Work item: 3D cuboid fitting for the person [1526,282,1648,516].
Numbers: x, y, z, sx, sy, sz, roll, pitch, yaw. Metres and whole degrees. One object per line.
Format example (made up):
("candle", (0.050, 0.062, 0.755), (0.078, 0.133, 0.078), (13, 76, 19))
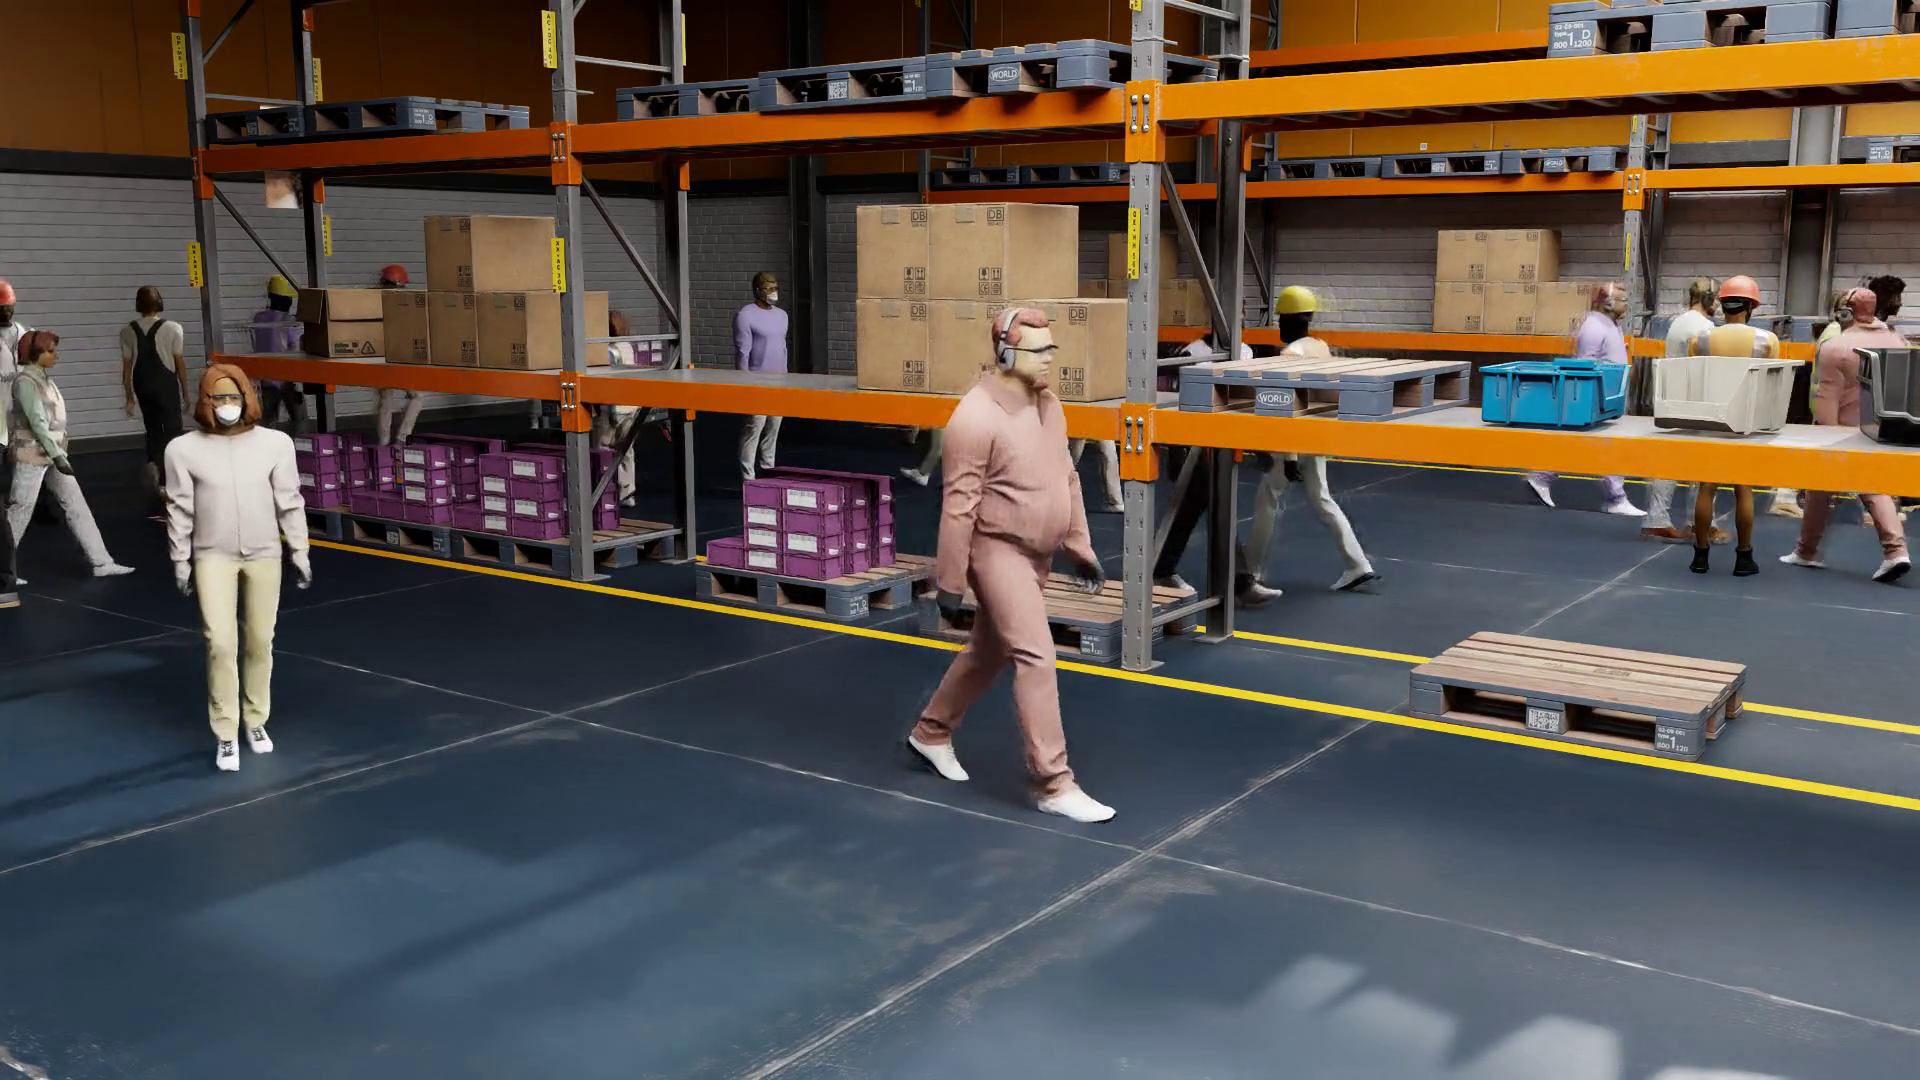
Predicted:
("person", (5.077, -1.146, 13.410), (0.949, 1.868, 0.648), (6, 11, 32))

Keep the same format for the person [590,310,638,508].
("person", (-2.813, -1.055, 13.559), (0.367, 1.626, 0.514), (3, 10, 16))

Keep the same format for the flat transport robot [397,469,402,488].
("flat transport robot", (-4.570, -0.491, 14.221), (1.431, 0.197, 0.652), (-3, 10, -18))

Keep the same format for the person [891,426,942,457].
("person", (-0.477, -1.829, 17.346), (0.916, 1.900, 0.657), (6, 11, 33))

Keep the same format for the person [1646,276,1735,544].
("person", (5.297, -0.919, 11.898), (0.736, 1.907, 0.647), (1, 10, 4))

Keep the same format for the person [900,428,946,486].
("person", (-0.143, -1.342, 14.675), (0.961, 1.822, 0.582), (4, 10, 24))

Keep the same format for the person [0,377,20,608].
("person", (-5.765, -0.578, 9.663), (0.406, 1.987, 0.608), (-9, 13, -41))

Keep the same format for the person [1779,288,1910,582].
("person", (5.741, -0.675, 10.633), (0.642, 1.858, 0.987), (-2, 10, -11))

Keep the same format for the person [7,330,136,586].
("person", (-5.721, -0.506, 10.379), (0.837, 1.595, 0.513), (-2, 10, -10))

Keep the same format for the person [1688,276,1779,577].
("person", (4.962, -0.730, 10.724), (0.542, 1.927, 0.381), (6, 11, 31))

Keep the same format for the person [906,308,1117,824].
("person", (0.150, 0.067, 6.198), (0.968, 1.864, 0.641), (5, 11, 28))

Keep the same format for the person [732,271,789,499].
("person", (-1.663, -1.304, 14.104), (0.359, 1.938, 0.632), (6, 12, 34))

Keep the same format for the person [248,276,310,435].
("person", (-6.185, -1.453, 15.196), (0.596, 1.882, 0.828), (3, 10, 16))

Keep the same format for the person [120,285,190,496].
("person", (-6.832, -1.244, 14.096), (0.507, 1.822, 0.712), (-1, 10, -4))

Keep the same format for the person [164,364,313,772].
("person", (-2.868, 0.109, 6.671), (0.502, 1.613, 0.620), (-6, 12, -34))

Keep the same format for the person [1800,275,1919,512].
("person", (7.379, -1.173, 13.413), (1.027, 1.909, 0.625), (6, 11, 32))

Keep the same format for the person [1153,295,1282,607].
("person", (1.525, -0.555, 9.884), (0.999, 1.861, 0.585), (8, 13, 41))

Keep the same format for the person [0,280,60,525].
("person", (-7.381, -1.061, 12.815), (0.897, 1.899, 0.560), (6, 11, 31))

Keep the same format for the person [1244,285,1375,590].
("person", (2.111, -0.624, 10.254), (0.993, 1.885, 0.591), (9, 13, 43))

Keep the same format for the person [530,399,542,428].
("person", (-5.108, -2.233, 20.337), (0.500, 1.699, 0.887), (2, 10, 12))

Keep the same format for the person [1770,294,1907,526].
("person", (6.804, -1.015, 12.836), (0.959, 1.792, 0.635), (6, 11, 31))

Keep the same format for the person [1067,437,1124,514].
("person", (0.974, -0.992, 13.251), (0.822, 1.602, 0.512), (4, 10, 24))

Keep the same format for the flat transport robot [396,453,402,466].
("flat transport robot", (-5.149, -0.639, 15.108), (0.652, 0.197, 1.431), (-3, 10, -18))

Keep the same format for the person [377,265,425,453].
("person", (-5.755, -1.796, 16.923), (0.628, 1.974, 0.489), (5, 11, 29))
